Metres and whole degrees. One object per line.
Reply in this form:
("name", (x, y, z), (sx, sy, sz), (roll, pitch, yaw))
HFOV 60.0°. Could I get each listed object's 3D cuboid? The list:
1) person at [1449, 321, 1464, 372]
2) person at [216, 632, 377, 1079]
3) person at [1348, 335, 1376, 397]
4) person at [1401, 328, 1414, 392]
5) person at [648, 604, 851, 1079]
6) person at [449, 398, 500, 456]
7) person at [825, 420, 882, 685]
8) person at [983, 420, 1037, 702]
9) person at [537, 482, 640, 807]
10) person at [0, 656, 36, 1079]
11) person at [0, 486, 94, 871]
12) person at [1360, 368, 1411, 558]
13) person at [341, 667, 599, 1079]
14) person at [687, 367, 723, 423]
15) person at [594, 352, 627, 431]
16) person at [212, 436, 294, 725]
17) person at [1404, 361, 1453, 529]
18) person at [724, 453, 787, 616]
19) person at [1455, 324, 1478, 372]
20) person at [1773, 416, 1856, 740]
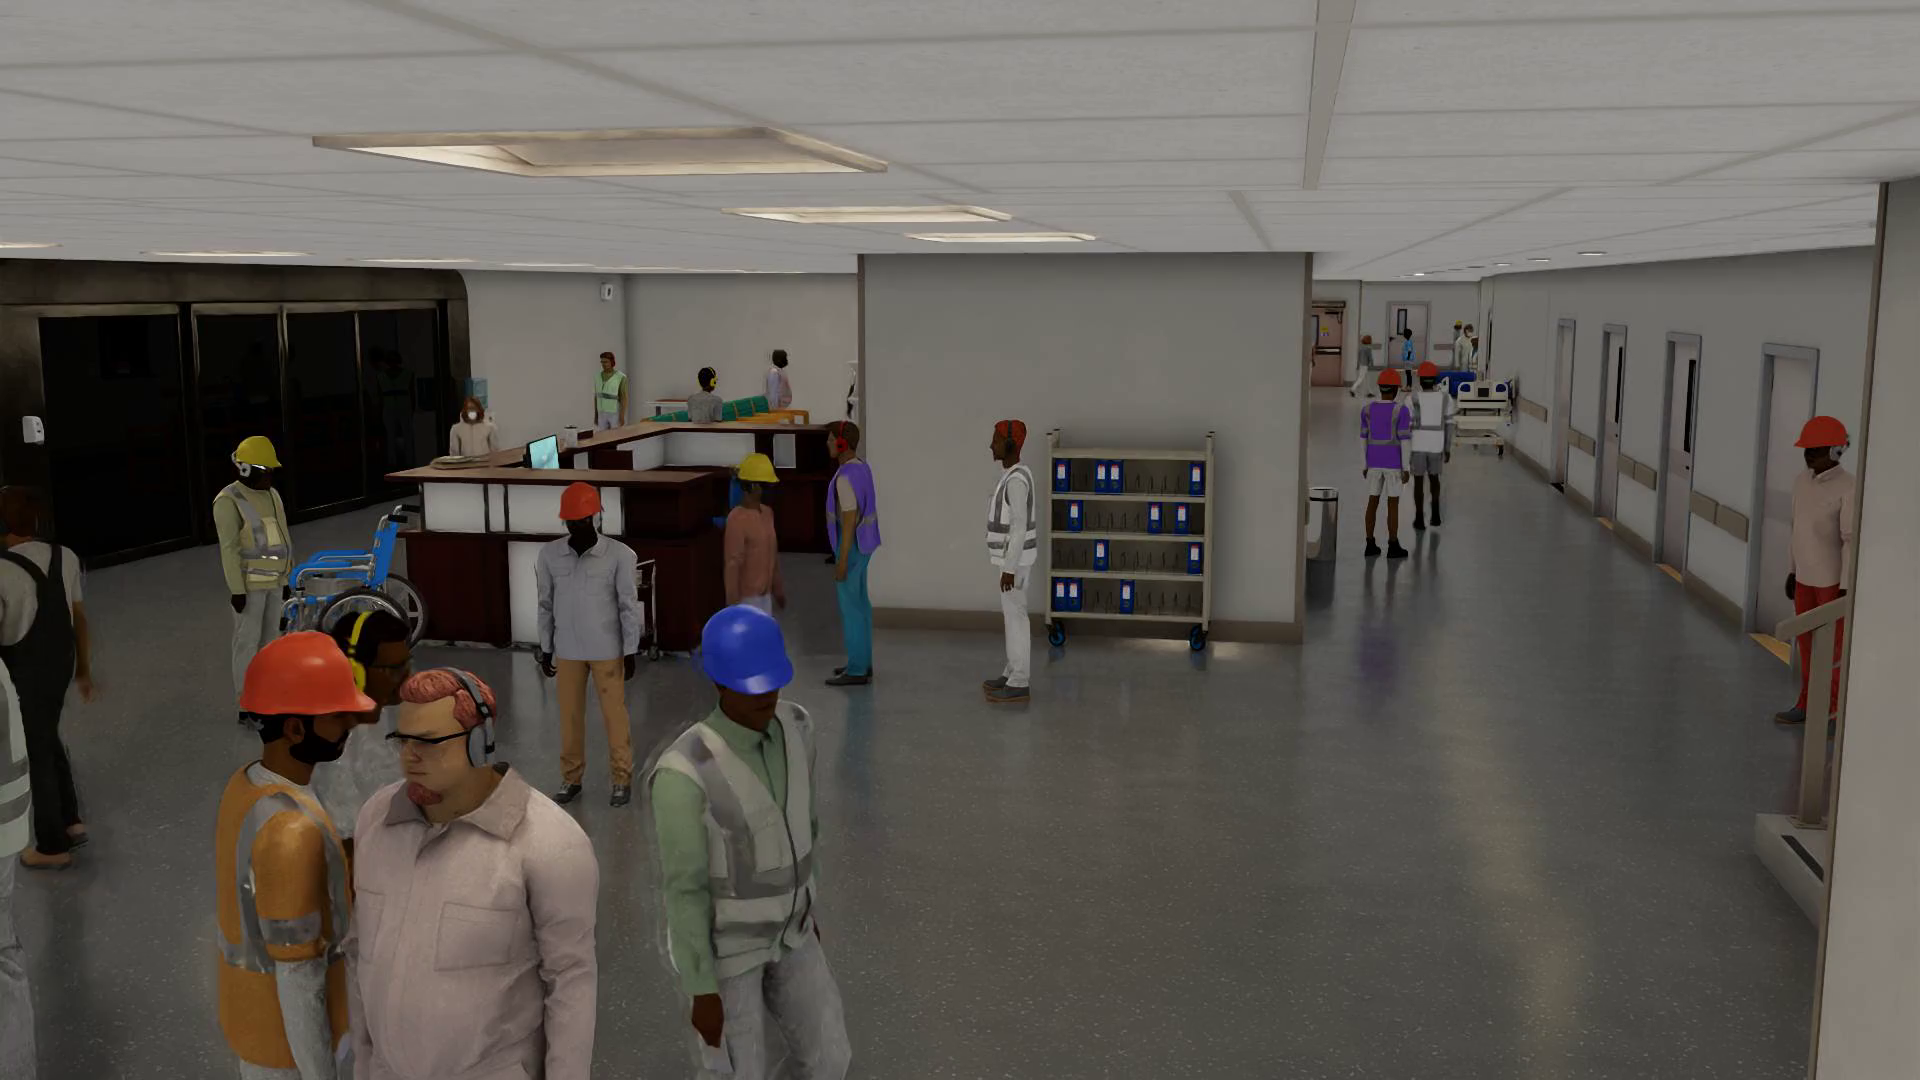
("person", (16.221, -6.262, 54.097), (0.622, 1.723, 0.499), (3, 9, 20))
("person", (-1.598, 1.174, 4.076), (0.390, 1.930, 0.546), (-5, 10, -32))
("person", (10.233, -4.420, 42.266), (0.796, 1.600, 0.509), (-2, 9, -16))
("person", (12.011, -4.825, 44.630), (0.317, 1.696, 0.540), (2, 9, 11))
("person", (-0.563, 1.103, 4.550), (0.436, 1.922, 0.638), (6, 10, 33))
("person", (-5.187, -0.726, 17.773), (0.521, 1.583, 0.871), (-1, 9, -8))
("person", (-0.741, 0.087, 11.552), (0.372, 1.843, 0.570), (1, 9, 8))
("person", (0.333, 0.138, 11.089), (0.356, 1.883, 0.573), (0, 9, -1))
("person", (-1.971, 0.555, 8.790), (0.563, 1.742, 0.361), (1, 9, 9))
("person", (-3.214, 0.968, 5.371), (0.396, 1.943, 0.618), (-5, 10, -30))
("person", (-4.381, 0.655, 7.820), (0.451, 1.830, 0.531), (3, 9, 21))
("person", (4.363, -0.782, 17.016), (0.542, 1.937, 0.360), (7, 11, 41))
("person", (-1.140, 1.226, 3.789), (0.639, 1.910, 0.407), (3, 9, 19))
("person", (-2.905, -1.049, 19.068), (0.505, 1.861, 0.330), (5, 10, 28))
("person", (-5.100, -1.829, 24.282), (0.565, 1.840, 0.390), (4, 10, 26))
("person", (-4.428, 0.252, 10.520), (0.403, 1.827, 0.588), (1, 9, 7))
("person", (5.310, -1.069, 18.949), (0.564, 1.927, 0.421), (0, 9, 1))
("person", (-1.248, 0.343, 10.185), (0.369, 1.755, 0.525), (2, 9, 16))
("person", (12.208, -4.241, 40.060), (0.670, 1.913, 0.608), (-1, 9, -5))
("person", (5.270, 0.225, 10.216), (0.428, 1.982, 0.631), (-1, 9, -4))
